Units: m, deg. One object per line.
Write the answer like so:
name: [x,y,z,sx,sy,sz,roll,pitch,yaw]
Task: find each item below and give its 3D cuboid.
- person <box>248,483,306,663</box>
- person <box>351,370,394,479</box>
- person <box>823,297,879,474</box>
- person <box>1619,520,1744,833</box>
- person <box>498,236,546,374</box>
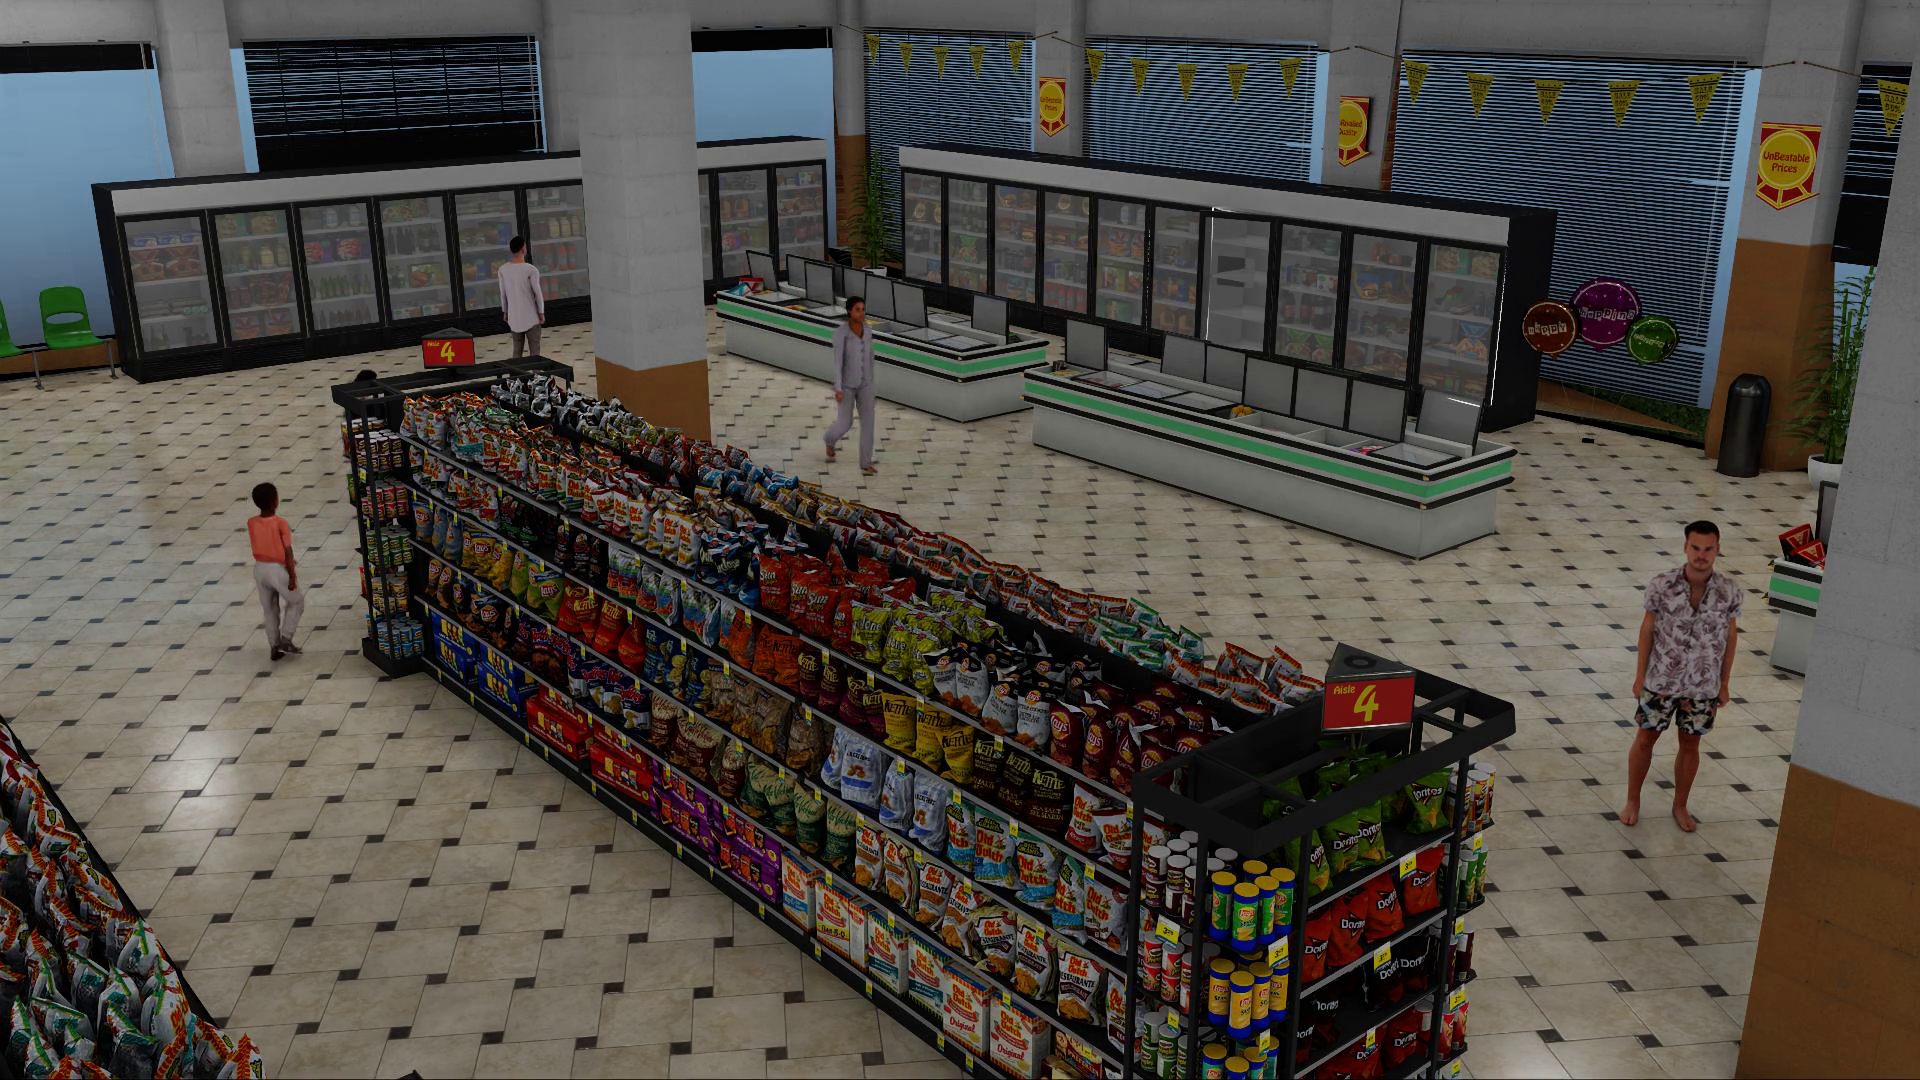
person: [-4.856,0.252,11.700,0.596,1.299,0.658,2,19,6]
person: [-5.462,-0.953,15.429,0.757,1.200,0.856,-1,19,-3]
person: [-1.090,-1.537,16.362,0.708,1.710,1.049,-12,22,-33]
person: [4.078,0.750,9.412,0.710,1.816,0.814,5,19,14]
person: [-5.094,-2.632,19.407,0.714,1.840,0.803,3,19,10]
